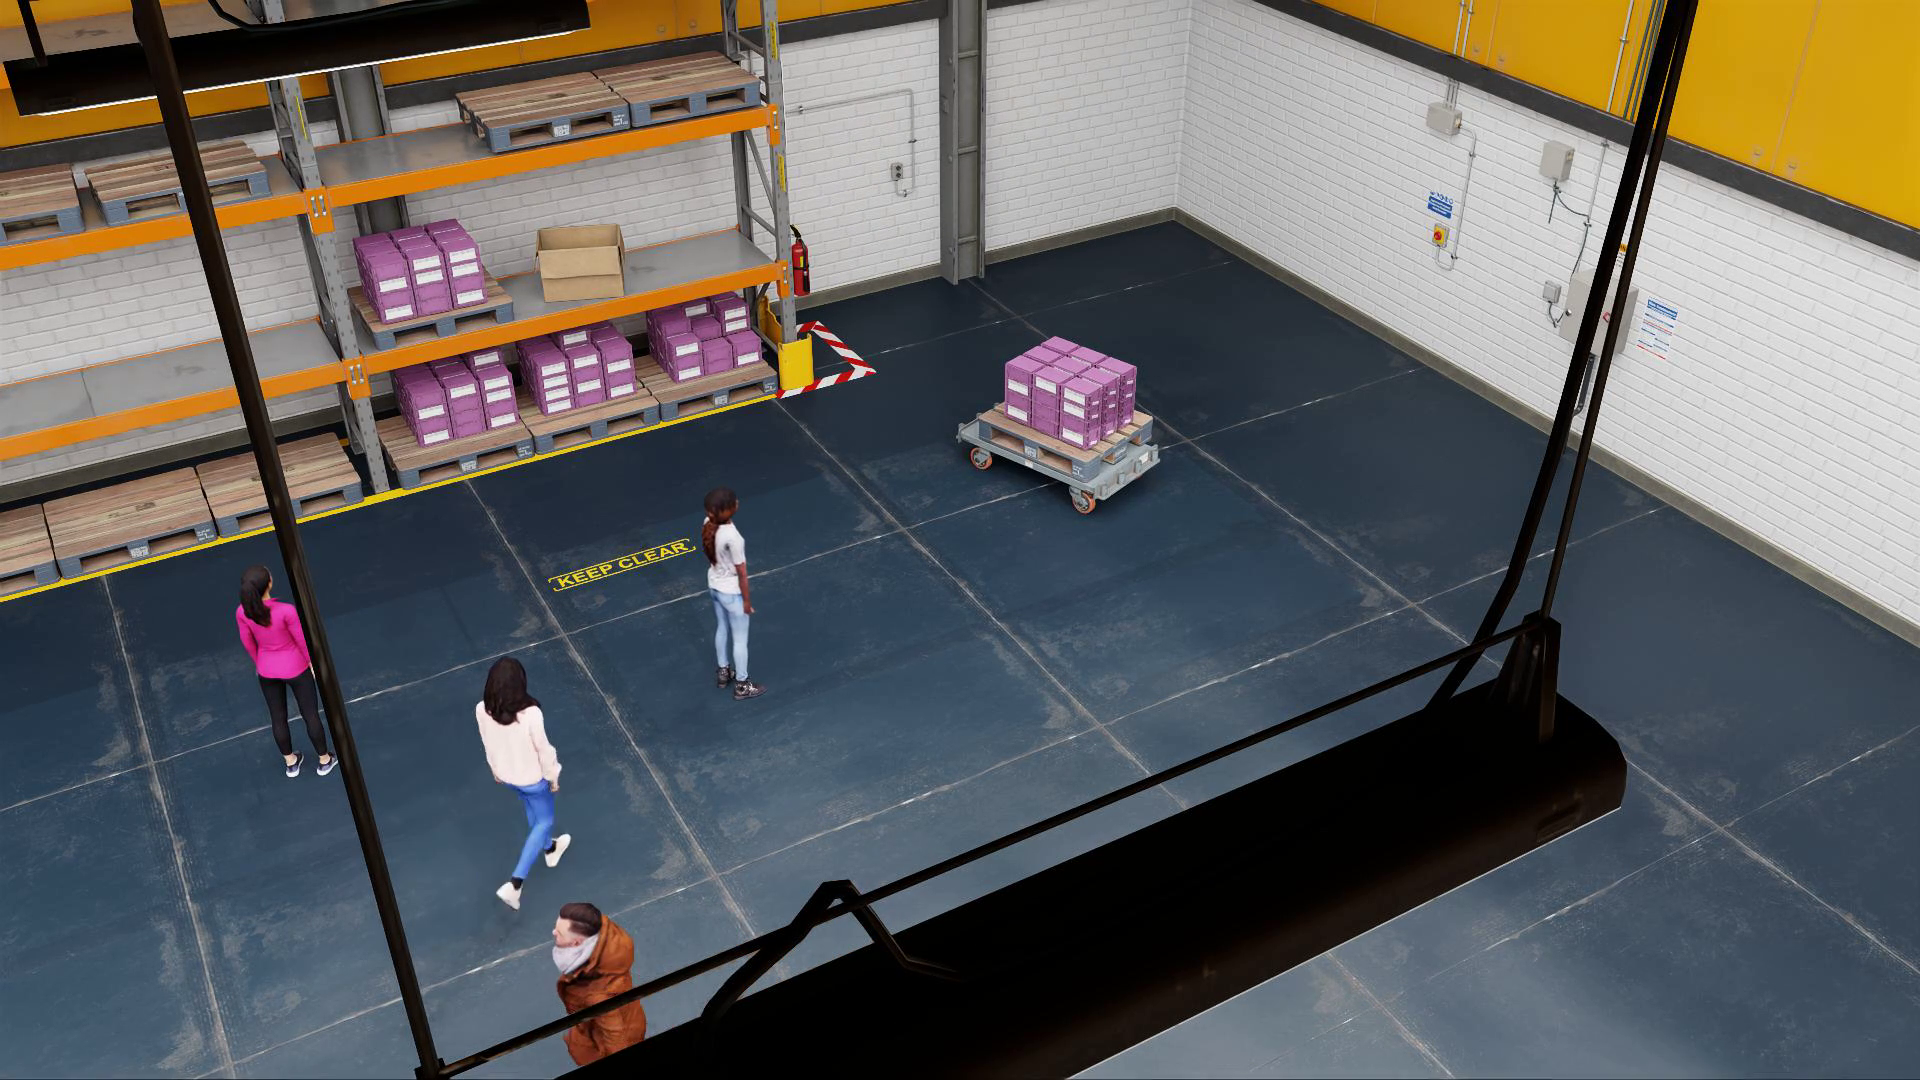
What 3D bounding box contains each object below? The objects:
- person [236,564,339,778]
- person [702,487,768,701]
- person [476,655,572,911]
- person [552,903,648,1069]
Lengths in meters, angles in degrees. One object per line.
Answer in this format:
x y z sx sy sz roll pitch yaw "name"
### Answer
-4.550 0.878 11.181 0.652 1.699 0.741 -1 34 -1 "person"
-1.655 0.367 11.932 0.564 1.719 0.611 -24 41 -32 "person"
-2.717 1.499 10.203 1.051 1.747 1.156 11 35 16 "person"
-1.718 2.532 8.593 1.003 1.809 0.901 -2 34 -3 "person"
